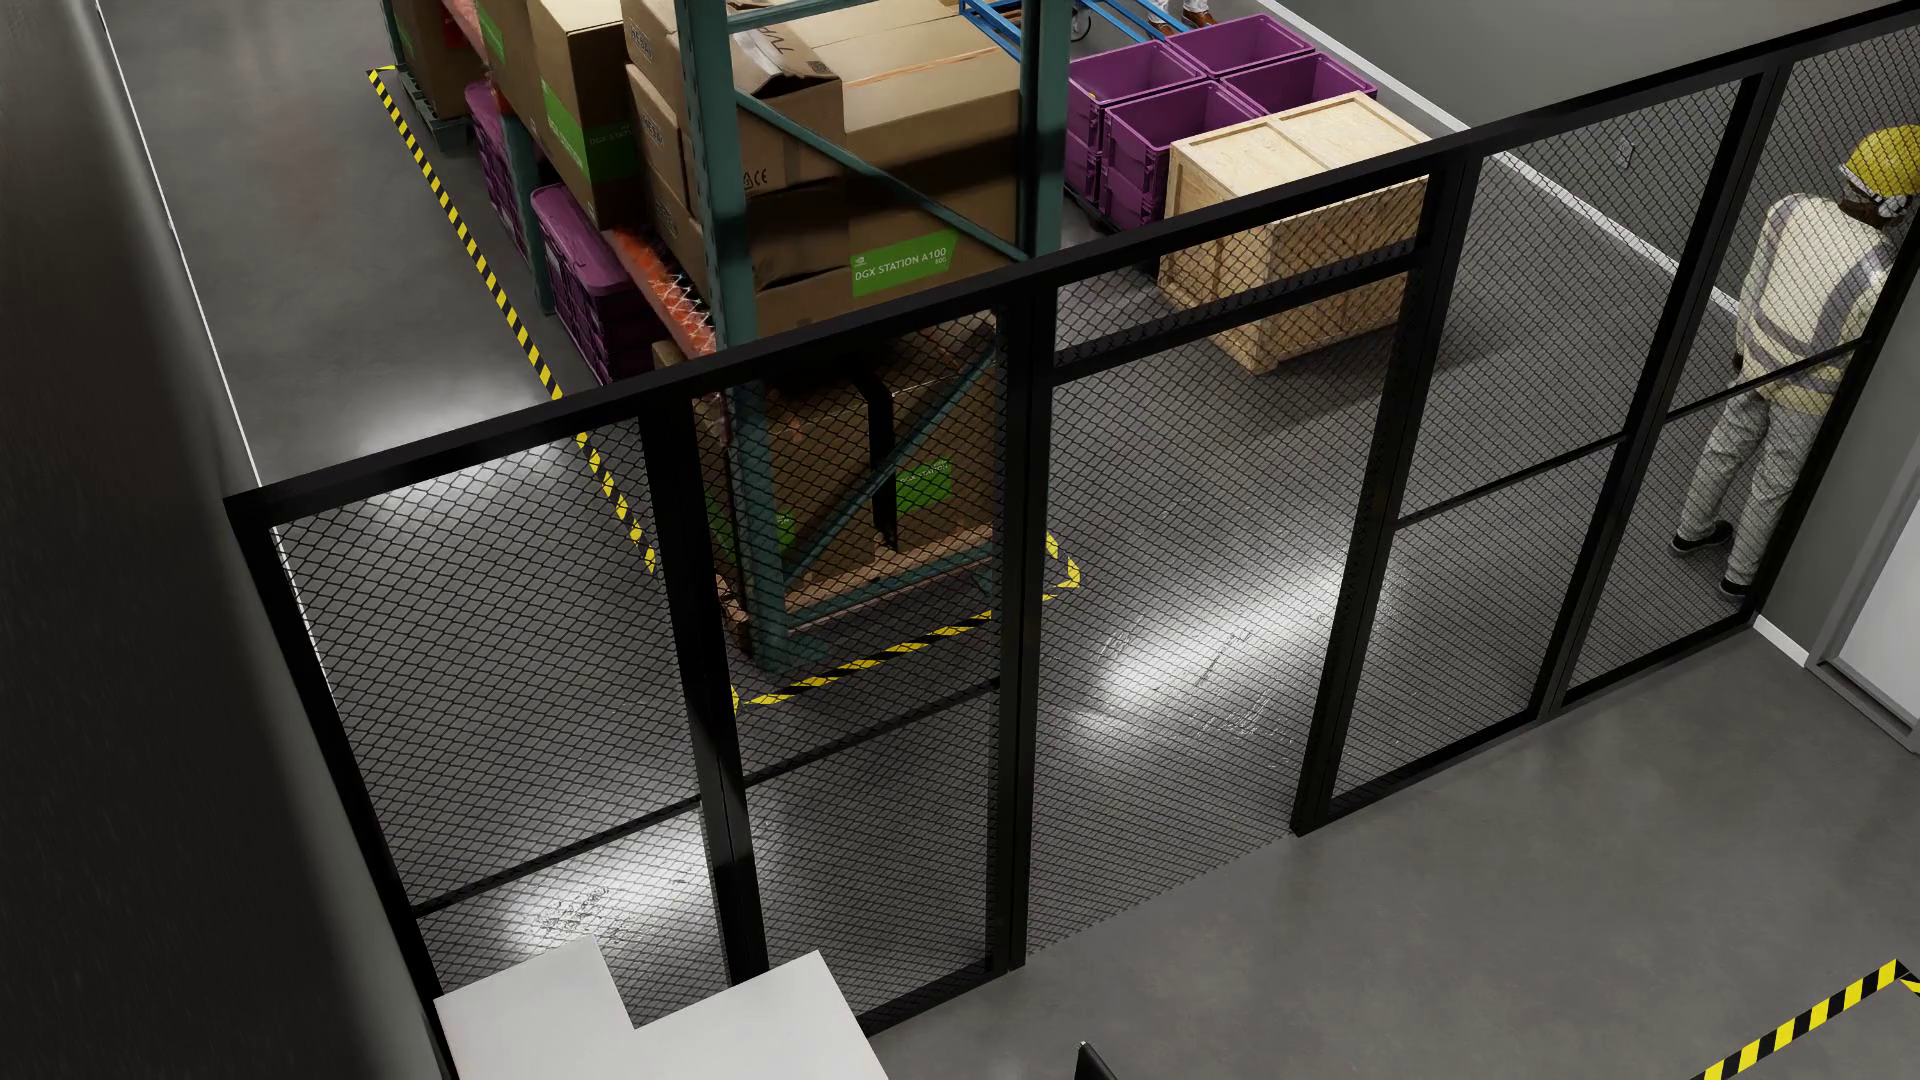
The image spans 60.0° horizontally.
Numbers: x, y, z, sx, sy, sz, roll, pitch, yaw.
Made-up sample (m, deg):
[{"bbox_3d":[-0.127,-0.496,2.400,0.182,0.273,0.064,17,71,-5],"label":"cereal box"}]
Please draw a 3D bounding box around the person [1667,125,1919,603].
[{"bbox_3d":[2.859,-0.569,5.645,0.404,1.833,0.592,-14,44,-15],"label":"person"}]

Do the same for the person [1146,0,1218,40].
[{"bbox_3d":[1.270,-3.623,8.908,0.636,1.939,0.363,-22,47,-22],"label":"person"}]
